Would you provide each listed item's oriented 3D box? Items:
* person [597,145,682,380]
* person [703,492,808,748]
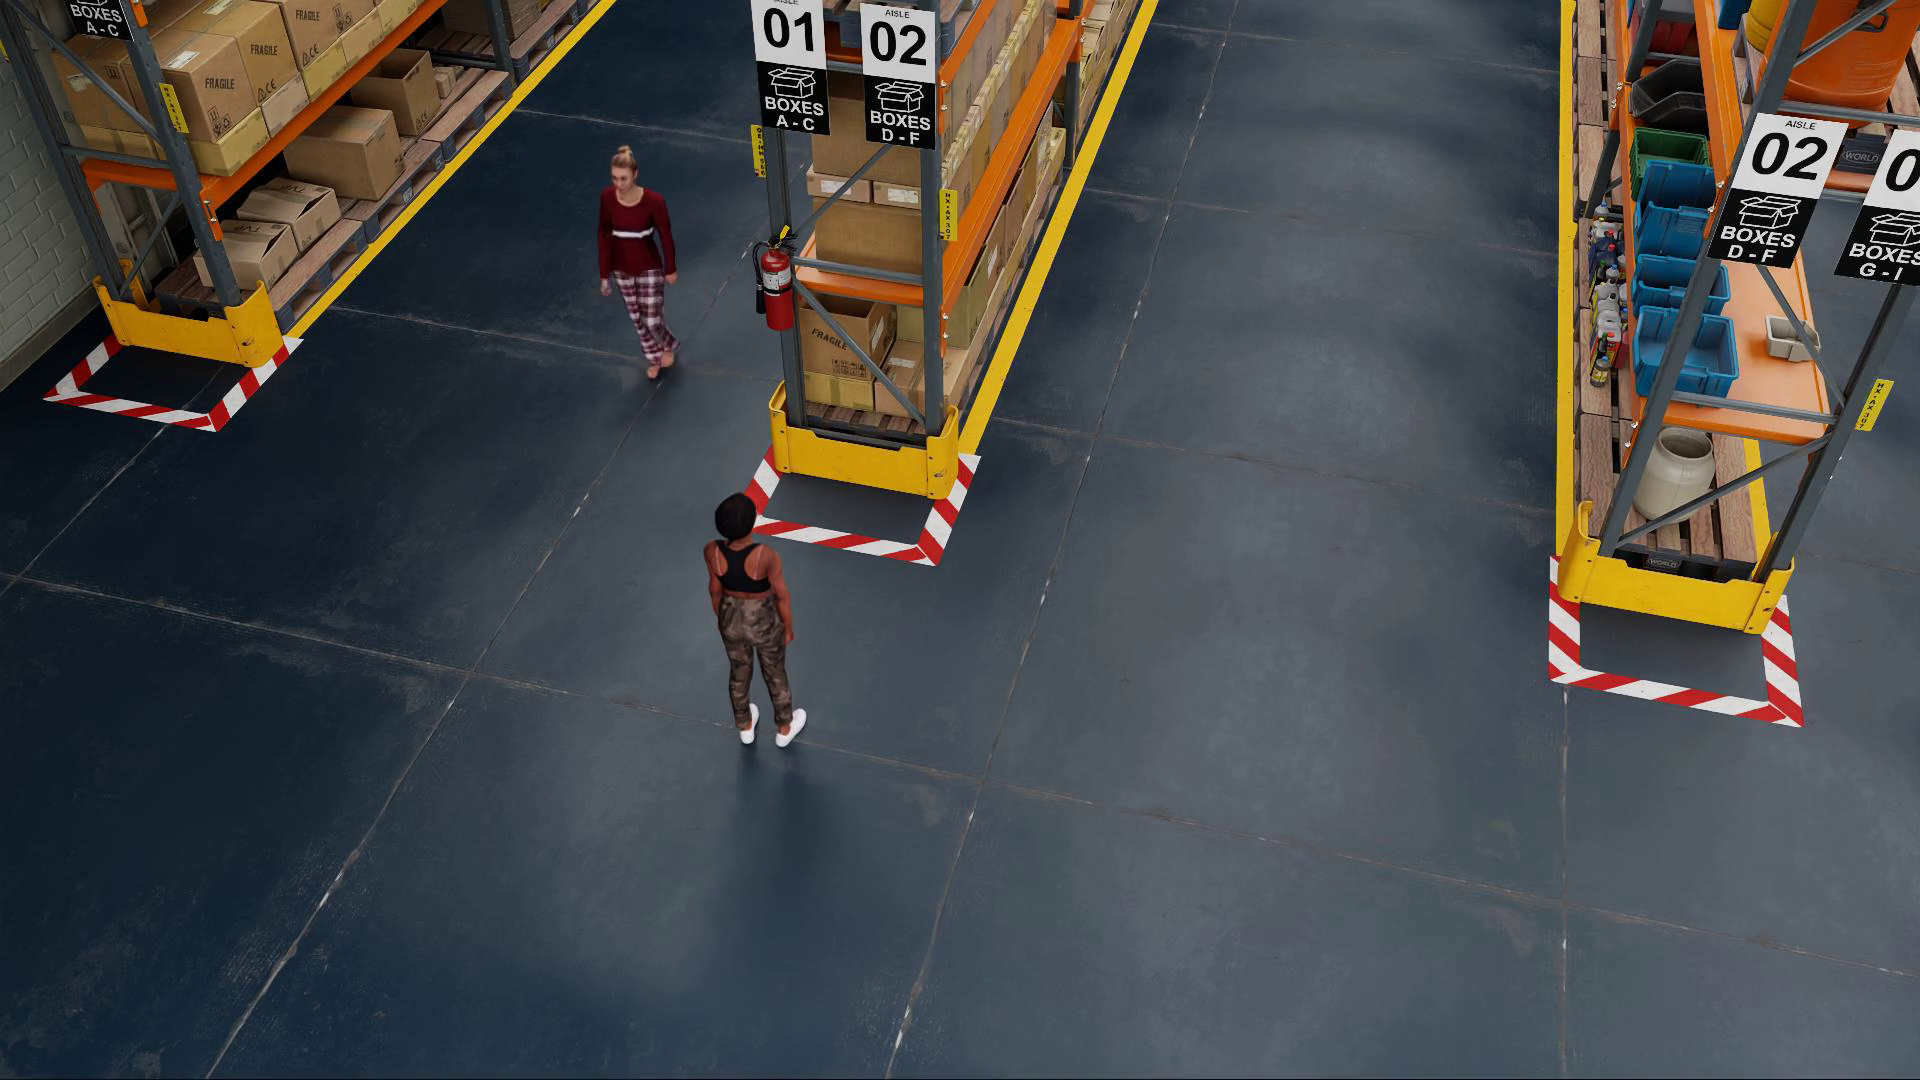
[{"bbox_3d":[-2.098,-1.827,10.963,0.628,1.686,0.617,8,44,8],"label":"person"},{"bbox_3d":[-1.073,0.430,8.537,0.577,1.700,0.538,9,44,9],"label":"person"}]
